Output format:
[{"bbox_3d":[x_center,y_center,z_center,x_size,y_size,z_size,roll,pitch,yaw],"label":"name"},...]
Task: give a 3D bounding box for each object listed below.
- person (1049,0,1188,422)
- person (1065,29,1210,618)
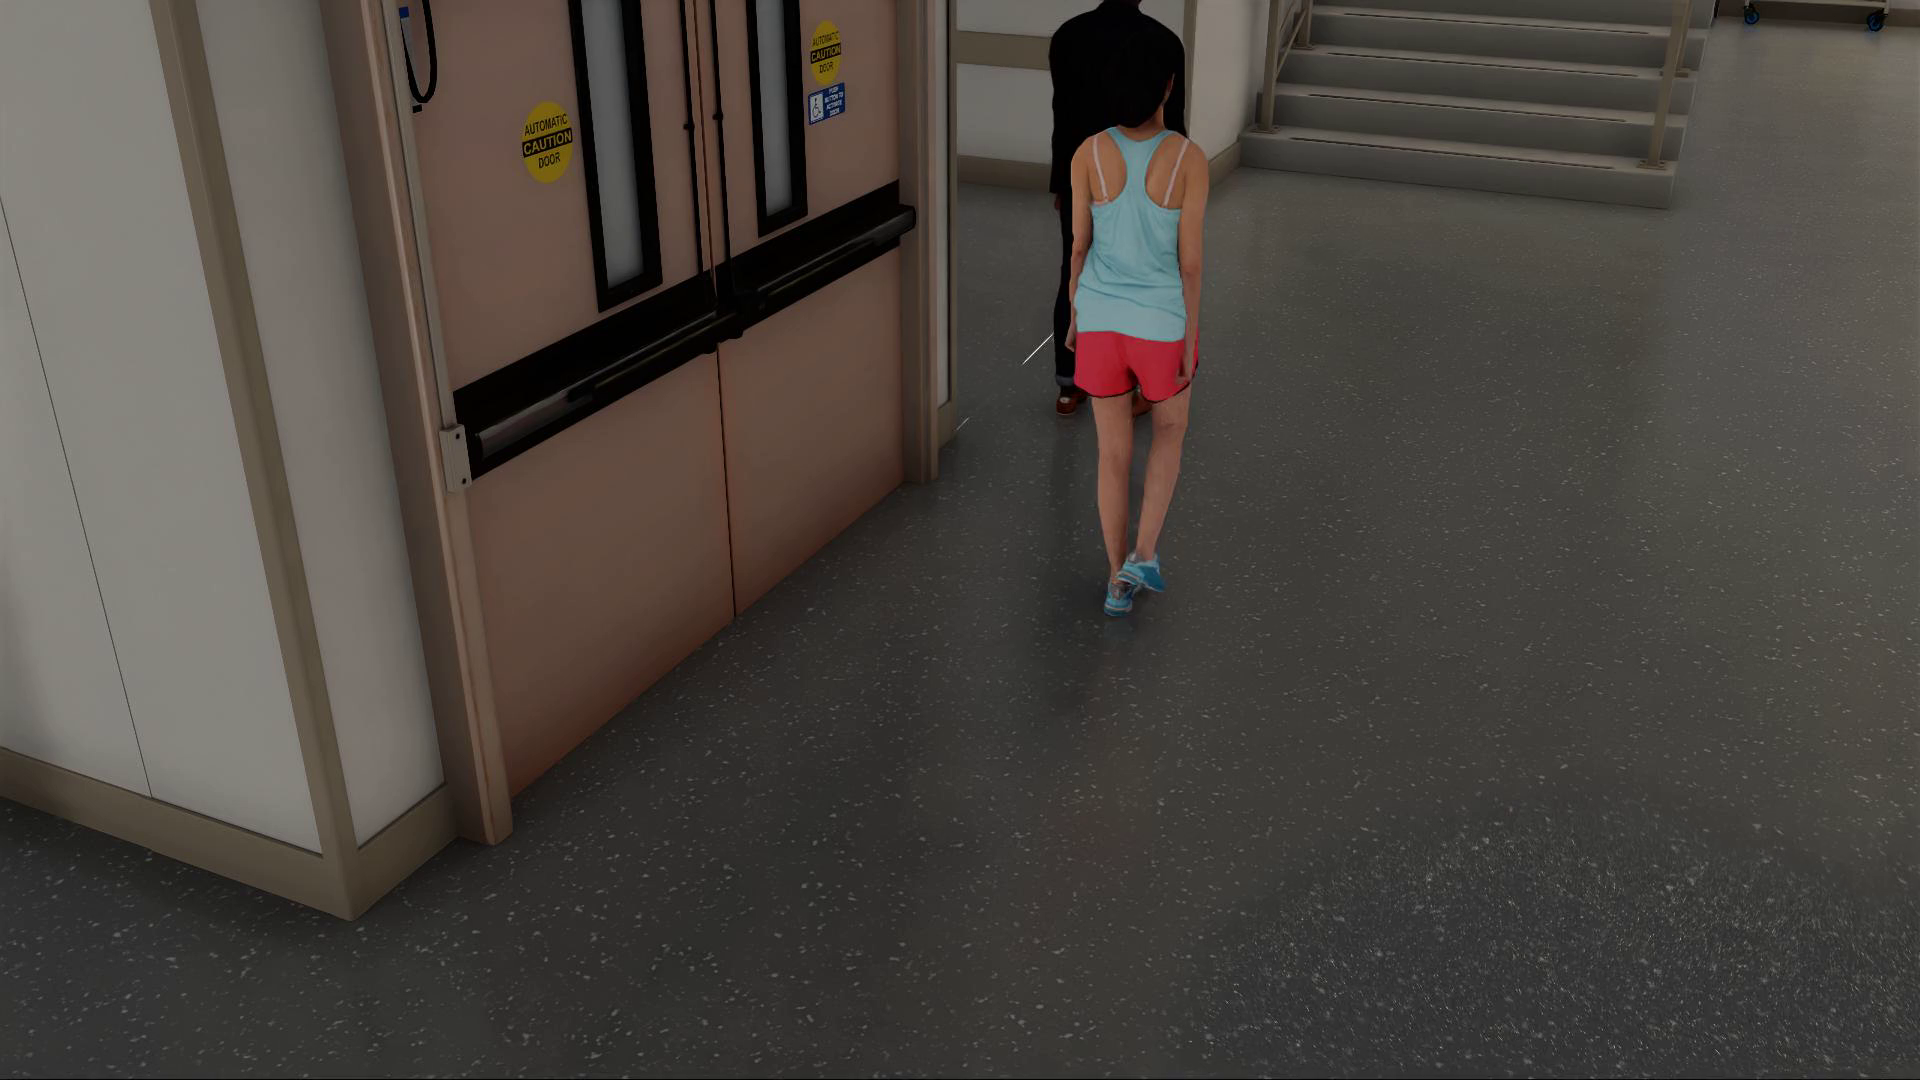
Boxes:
[{"bbox_3d":[0.561,-1.340,6.388,0.703,1.819,0.601,10,28,21],"label":"person"},{"bbox_3d":[0.483,-0.563,4.853,0.625,1.754,0.706,8,27,15],"label":"person"}]
